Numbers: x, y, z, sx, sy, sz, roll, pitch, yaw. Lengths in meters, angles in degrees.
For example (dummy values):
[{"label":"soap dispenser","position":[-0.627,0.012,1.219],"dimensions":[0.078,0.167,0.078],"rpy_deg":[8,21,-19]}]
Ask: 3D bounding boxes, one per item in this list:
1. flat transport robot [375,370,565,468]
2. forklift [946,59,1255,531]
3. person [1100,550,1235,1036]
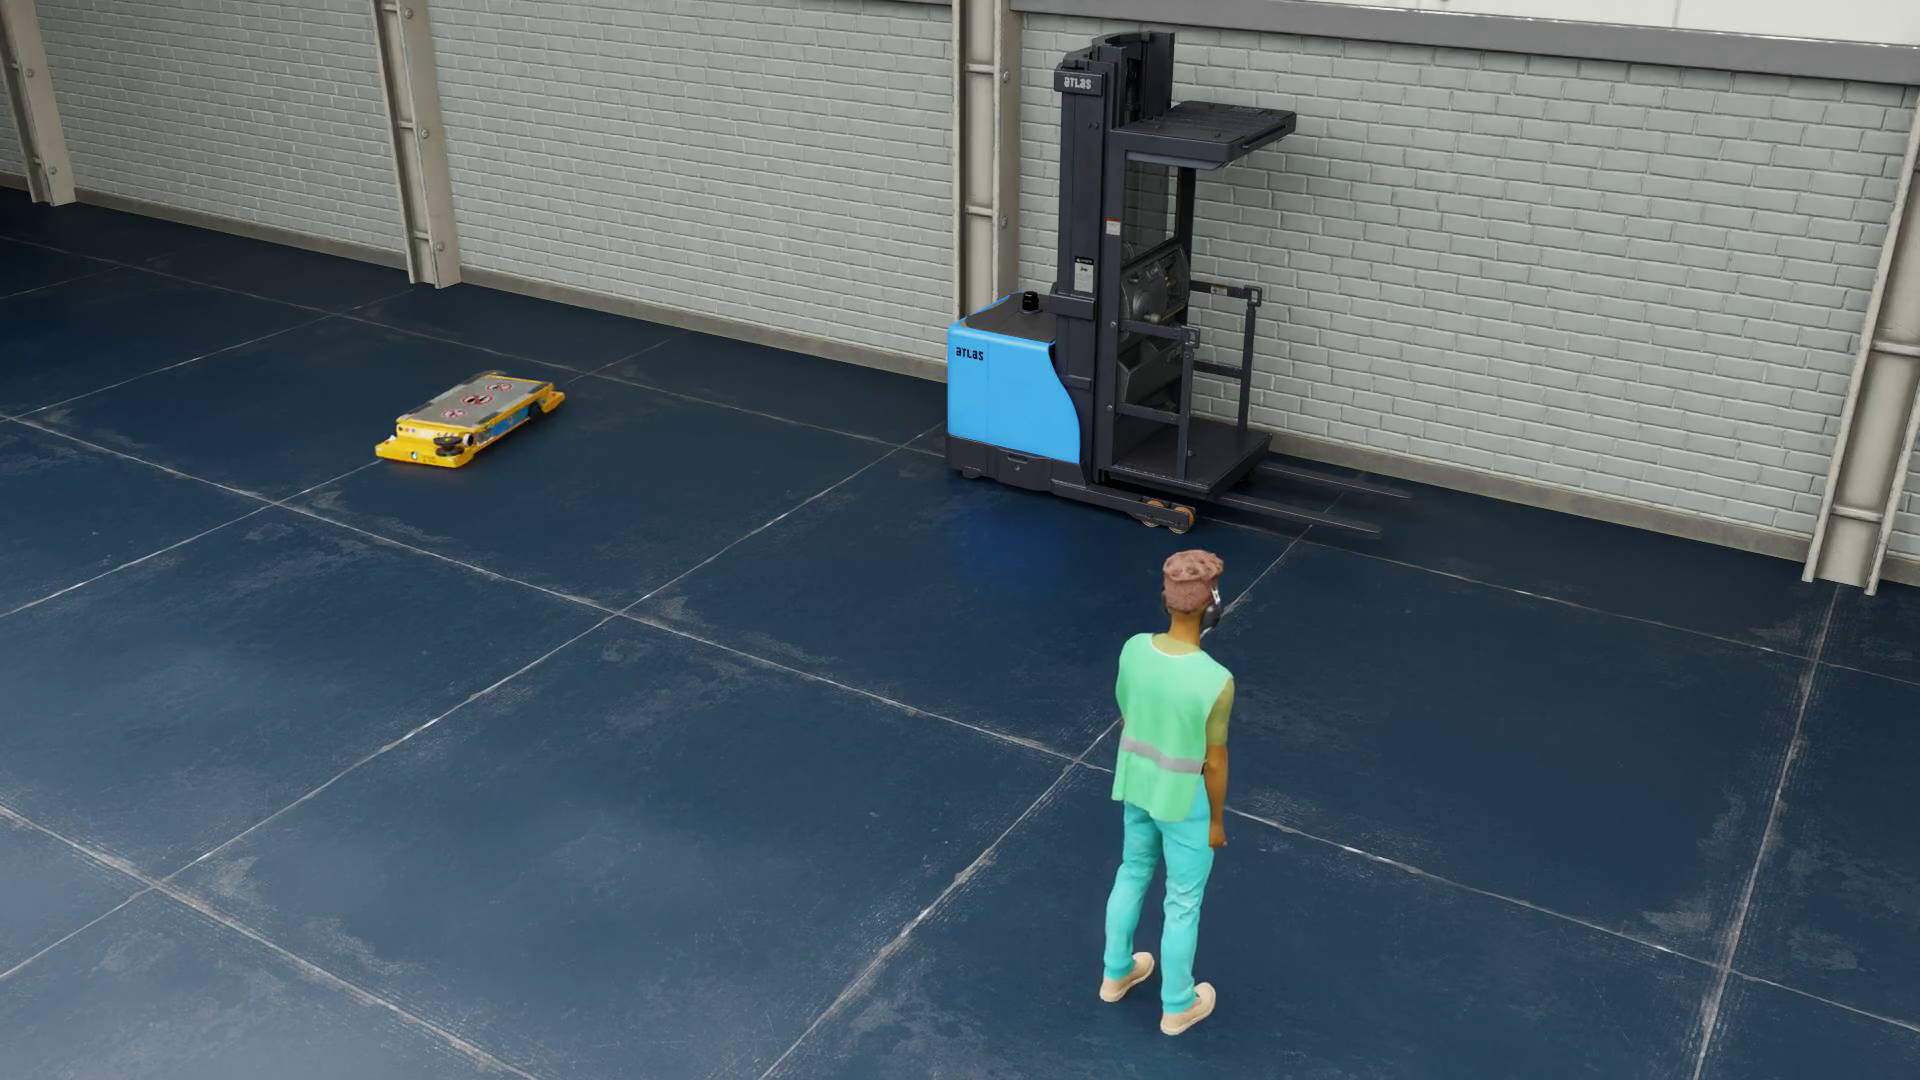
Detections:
[{"label":"flat transport robot","position":[-3.555,-0.896,12.155],"dimensions":[0.659,0.231,1.431],"rpy_deg":[9,27,18]},{"label":"forklift","position":[0.933,-1.707,10.833],"dimensions":[1.873,2.768,1.129],"rpy_deg":[15,29,28]},{"label":"person","position":[0.778,0.962,6.243],"dimensions":[0.479,1.970,0.399],"rpy_deg":[22,33,39]}]
